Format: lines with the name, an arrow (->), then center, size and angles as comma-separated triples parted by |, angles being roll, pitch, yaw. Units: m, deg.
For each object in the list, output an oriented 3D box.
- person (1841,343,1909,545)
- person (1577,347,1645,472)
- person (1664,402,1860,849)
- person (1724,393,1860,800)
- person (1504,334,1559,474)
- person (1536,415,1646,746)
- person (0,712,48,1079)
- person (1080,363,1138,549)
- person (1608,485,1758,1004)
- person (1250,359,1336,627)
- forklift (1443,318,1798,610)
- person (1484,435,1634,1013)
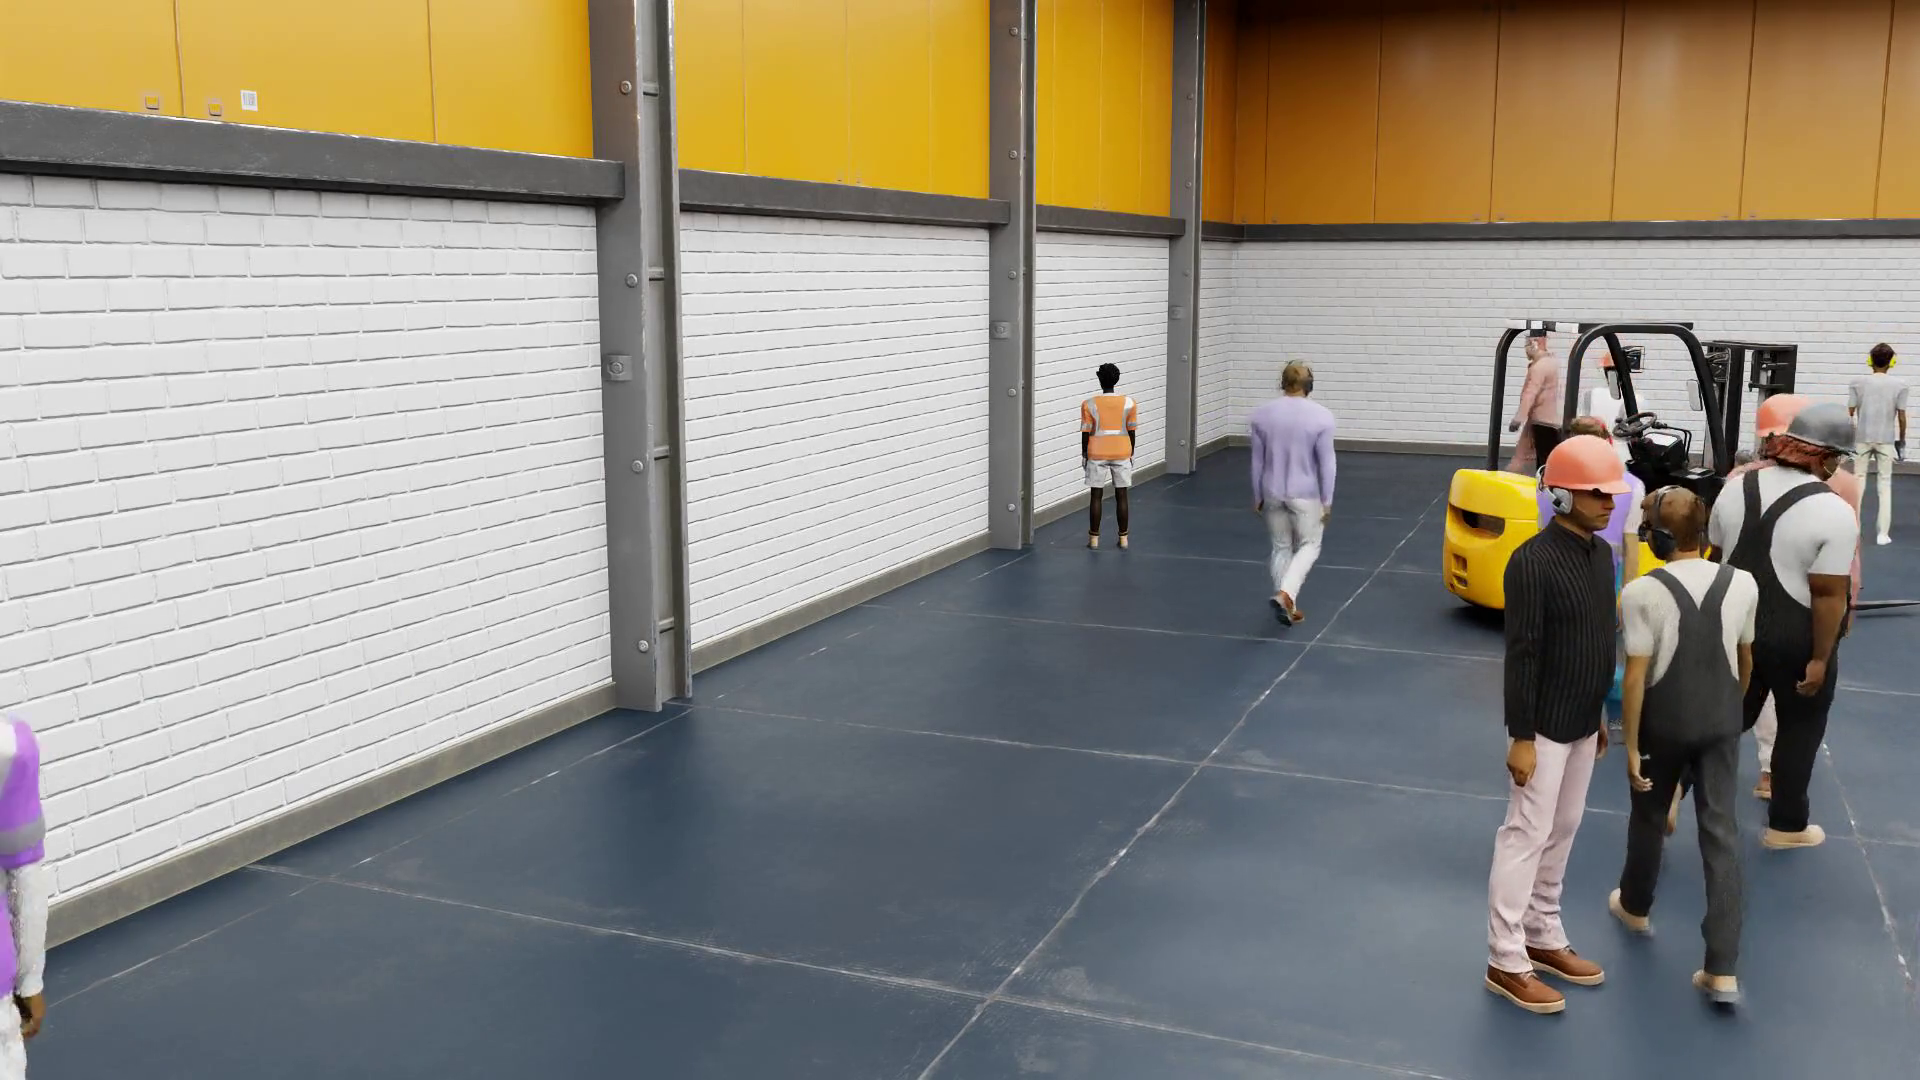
person -> 8.439, -0.884, 15.366 | 0.535, 1.858, 0.343 | 6, 11, 32
person -> 5.275, -0.624, 13.634 | 0.703, 1.909, 0.581 | -9, 13, -44
person -> 3.452, 0.377, 7.157 | 0.833, 2.000, 0.719 | -4, 10, -25
person -> 4.059, 0.250, 8.171 | 0.626, 1.959, 0.733 | 5, 11, 28
person -> 6.191, -1.313, 18.000 | 1.049, 1.832, 0.664 | 3, 10, 20
person -> 3.218, 0.258, 8.535 | 0.572, 1.822, 0.610 | 9, 13, 42
person -> -2.392, 1.018, 3.722 | 0.667, 1.913, 0.399 | -8, 12, -40
person -> 1.346, -0.754, 15.076 | 0.532, 1.694, 0.320 | 0, 9, -3
person -> 2.614, 0.697, 6.007 | 0.519, 1.789, 0.995 | 1, 9, 5
person -> 2.313, -0.306, 11.675 | 0.630, 1.922, 0.598 | 6, 11, 33
forklift -> 4.706, -0.497, 11.990 | 2.313, 2.155, 1.214 | -2, 10, -10
person -> 2.099, 0.624, 5.796 | 0.623, 1.992, 0.396 | -9, 13, -43
